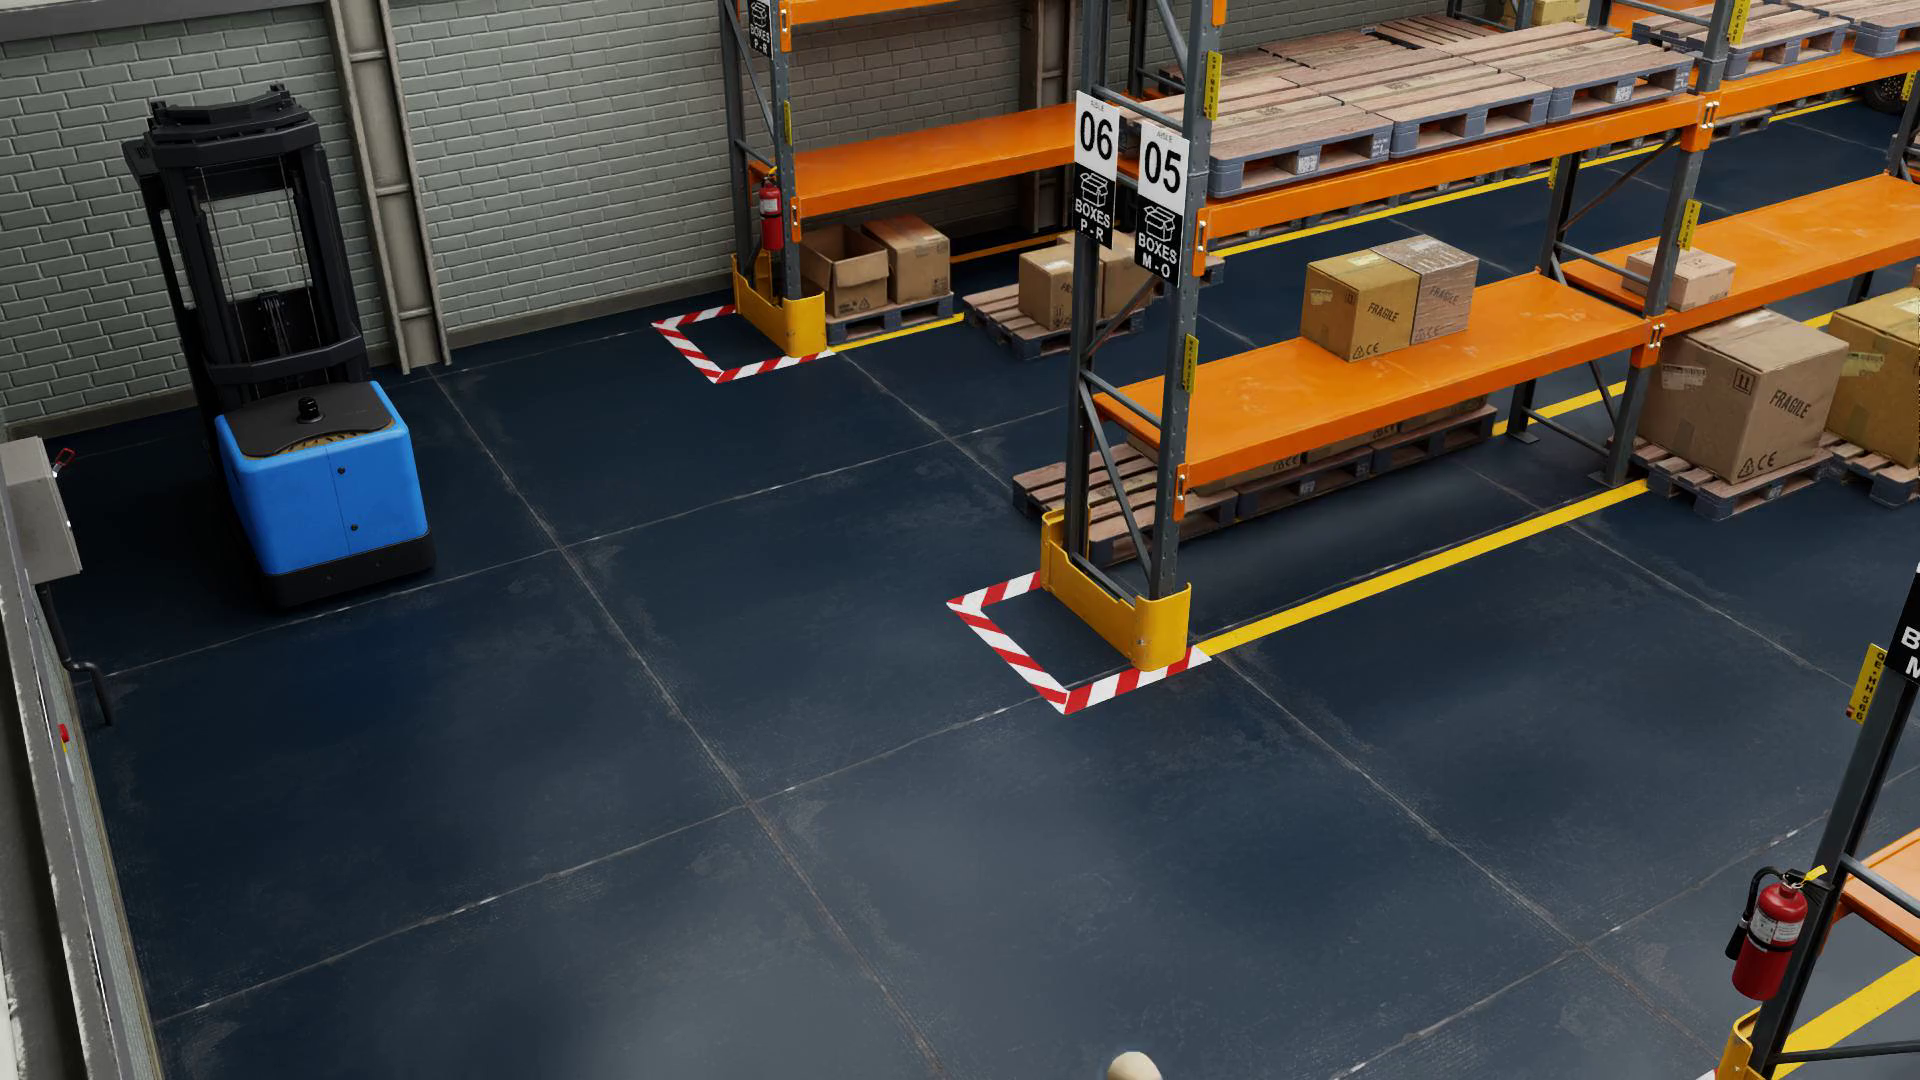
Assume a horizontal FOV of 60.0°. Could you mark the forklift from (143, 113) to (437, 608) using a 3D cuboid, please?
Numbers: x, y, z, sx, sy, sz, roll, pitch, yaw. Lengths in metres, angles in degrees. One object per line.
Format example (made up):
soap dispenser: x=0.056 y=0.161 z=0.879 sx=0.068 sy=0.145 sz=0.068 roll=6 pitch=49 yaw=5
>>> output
forklift: x=-4.289 y=-1.259 z=10.509 sx=1.129 sy=2.768 sz=1.873 roll=-17 pitch=36 yaw=-26

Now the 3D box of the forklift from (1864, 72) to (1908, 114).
forklift: x=11.468 y=-5.645 z=18.244 sx=1.214 sy=2.155 sz=2.313 roll=-17 pitch=36 yaw=-26

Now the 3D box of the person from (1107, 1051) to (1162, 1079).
person: x=0.619 y=2.413 z=5.615 sx=0.607 sy=1.766 sz=0.814 roll=-21 pitch=38 yaw=-30
